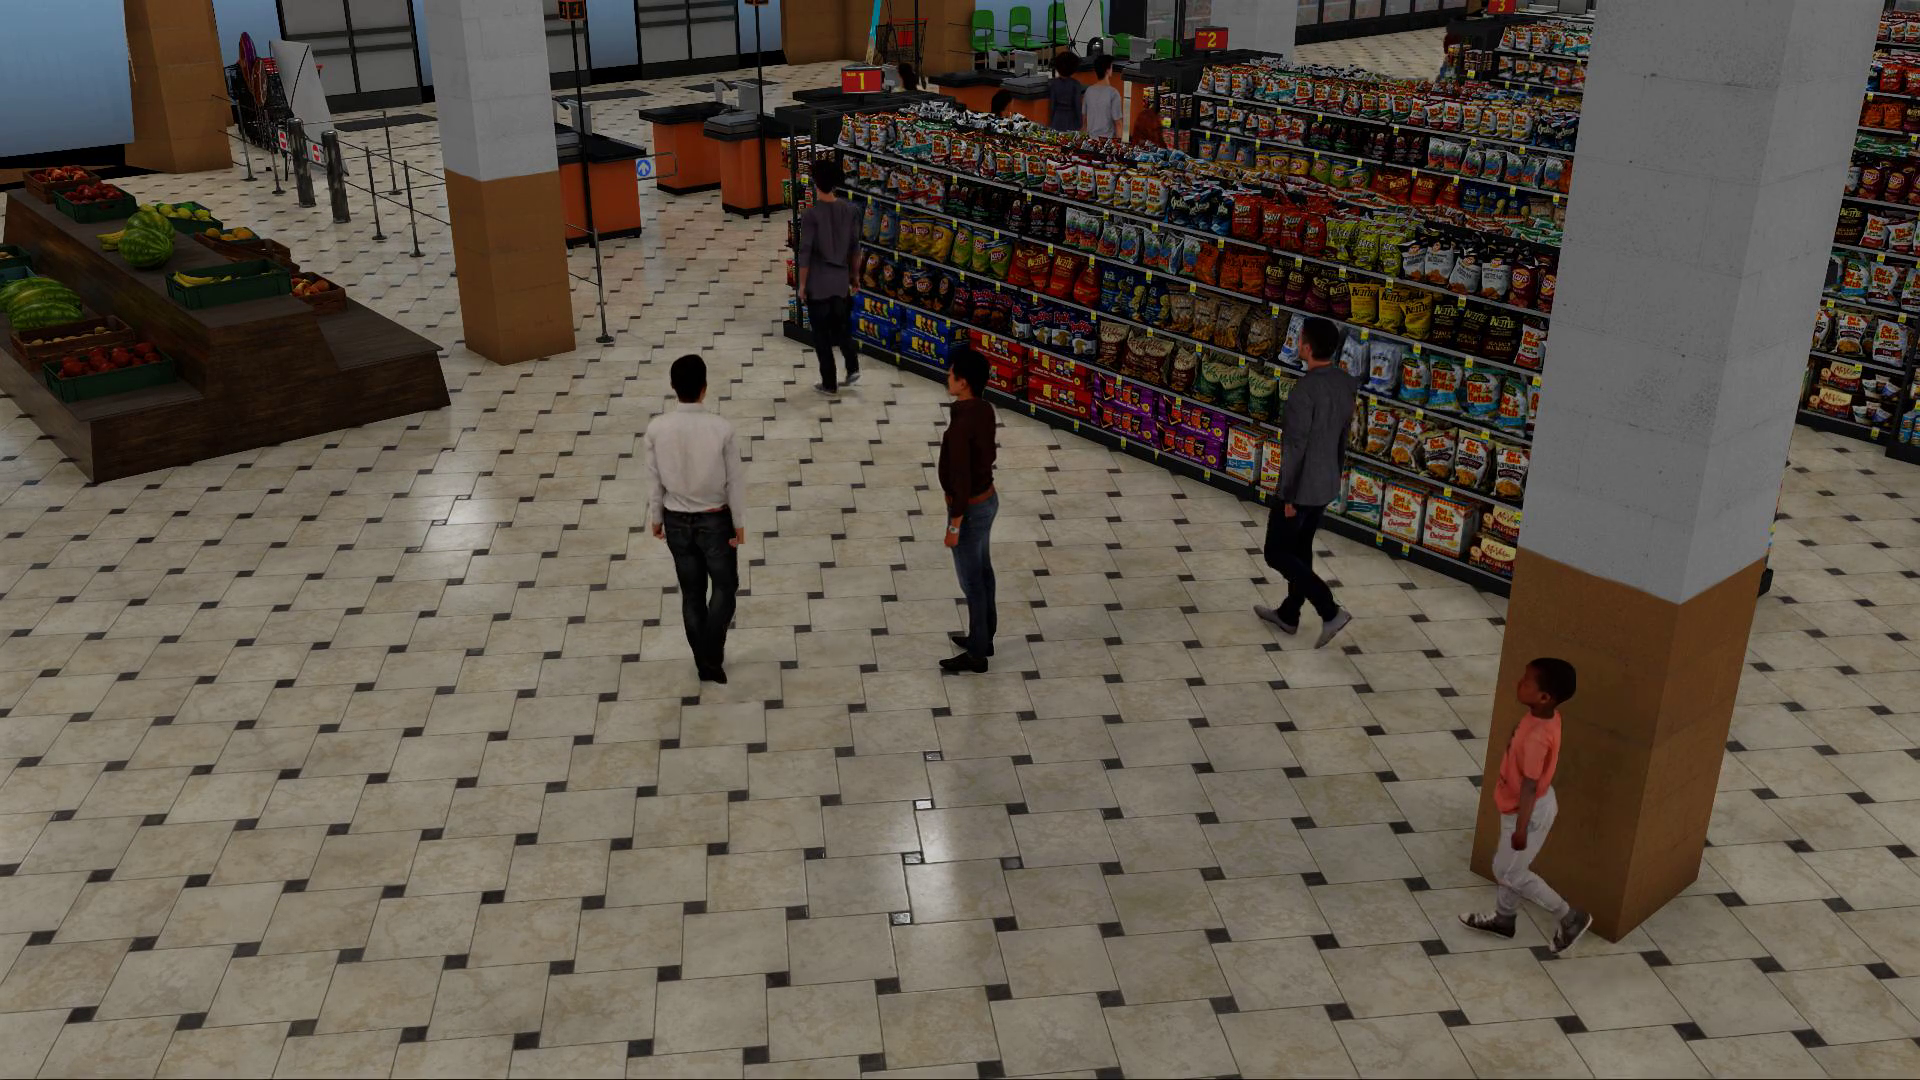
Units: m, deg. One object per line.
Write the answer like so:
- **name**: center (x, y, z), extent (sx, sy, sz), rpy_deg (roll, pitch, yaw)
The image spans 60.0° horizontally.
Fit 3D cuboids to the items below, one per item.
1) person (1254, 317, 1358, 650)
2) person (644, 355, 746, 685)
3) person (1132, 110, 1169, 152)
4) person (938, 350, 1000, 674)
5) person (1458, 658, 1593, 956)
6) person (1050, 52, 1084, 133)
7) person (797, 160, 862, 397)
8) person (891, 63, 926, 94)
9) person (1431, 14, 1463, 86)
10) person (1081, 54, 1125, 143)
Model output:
- **person**: center (1.927, -0.271, 8.973), extent (0.685, 1.855, 0.956), rpy_deg (-19, 30, -37)
- **person**: center (-1.357, -0.040, 8.520), extent (0.916, 1.795, 0.985), rpy_deg (0, 24, 1)
- **person**: center (1.743, -3.128, 15.584), extent (0.629, 1.789, 0.594), rpy_deg (-11, 26, -23)
- **person**: center (0.067, -0.149, 8.787), extent (0.710, 1.781, 0.712), rpy_deg (7, 25, 17)
- **person**: center (2.314, 1.070, 6.600), extent (0.801, 1.301, 0.633), rpy_deg (12, 26, 25)
- **person**: center (1.252, -4.931, 19.806), extent (0.543, 1.707, 0.697), rpy_deg (14, 27, 29)
- **person**: center (-0.982, -2.001, 12.945), extent (0.668, 1.841, 0.656), rpy_deg (-19, 30, -36)
- **person**: center (-0.608, -4.758, 19.508), extent (0.688, 1.630, 0.613), rpy_deg (-12, 26, -25)
- **person**: center (8.165, -7.990, 27.396), extent (0.893, 1.229, 0.672), rpy_deg (13, 27, 27)
- **person**: center (1.557, -4.359, 18.276), extent (0.538, 1.888, 0.766), rpy_deg (20, 30, 37)
